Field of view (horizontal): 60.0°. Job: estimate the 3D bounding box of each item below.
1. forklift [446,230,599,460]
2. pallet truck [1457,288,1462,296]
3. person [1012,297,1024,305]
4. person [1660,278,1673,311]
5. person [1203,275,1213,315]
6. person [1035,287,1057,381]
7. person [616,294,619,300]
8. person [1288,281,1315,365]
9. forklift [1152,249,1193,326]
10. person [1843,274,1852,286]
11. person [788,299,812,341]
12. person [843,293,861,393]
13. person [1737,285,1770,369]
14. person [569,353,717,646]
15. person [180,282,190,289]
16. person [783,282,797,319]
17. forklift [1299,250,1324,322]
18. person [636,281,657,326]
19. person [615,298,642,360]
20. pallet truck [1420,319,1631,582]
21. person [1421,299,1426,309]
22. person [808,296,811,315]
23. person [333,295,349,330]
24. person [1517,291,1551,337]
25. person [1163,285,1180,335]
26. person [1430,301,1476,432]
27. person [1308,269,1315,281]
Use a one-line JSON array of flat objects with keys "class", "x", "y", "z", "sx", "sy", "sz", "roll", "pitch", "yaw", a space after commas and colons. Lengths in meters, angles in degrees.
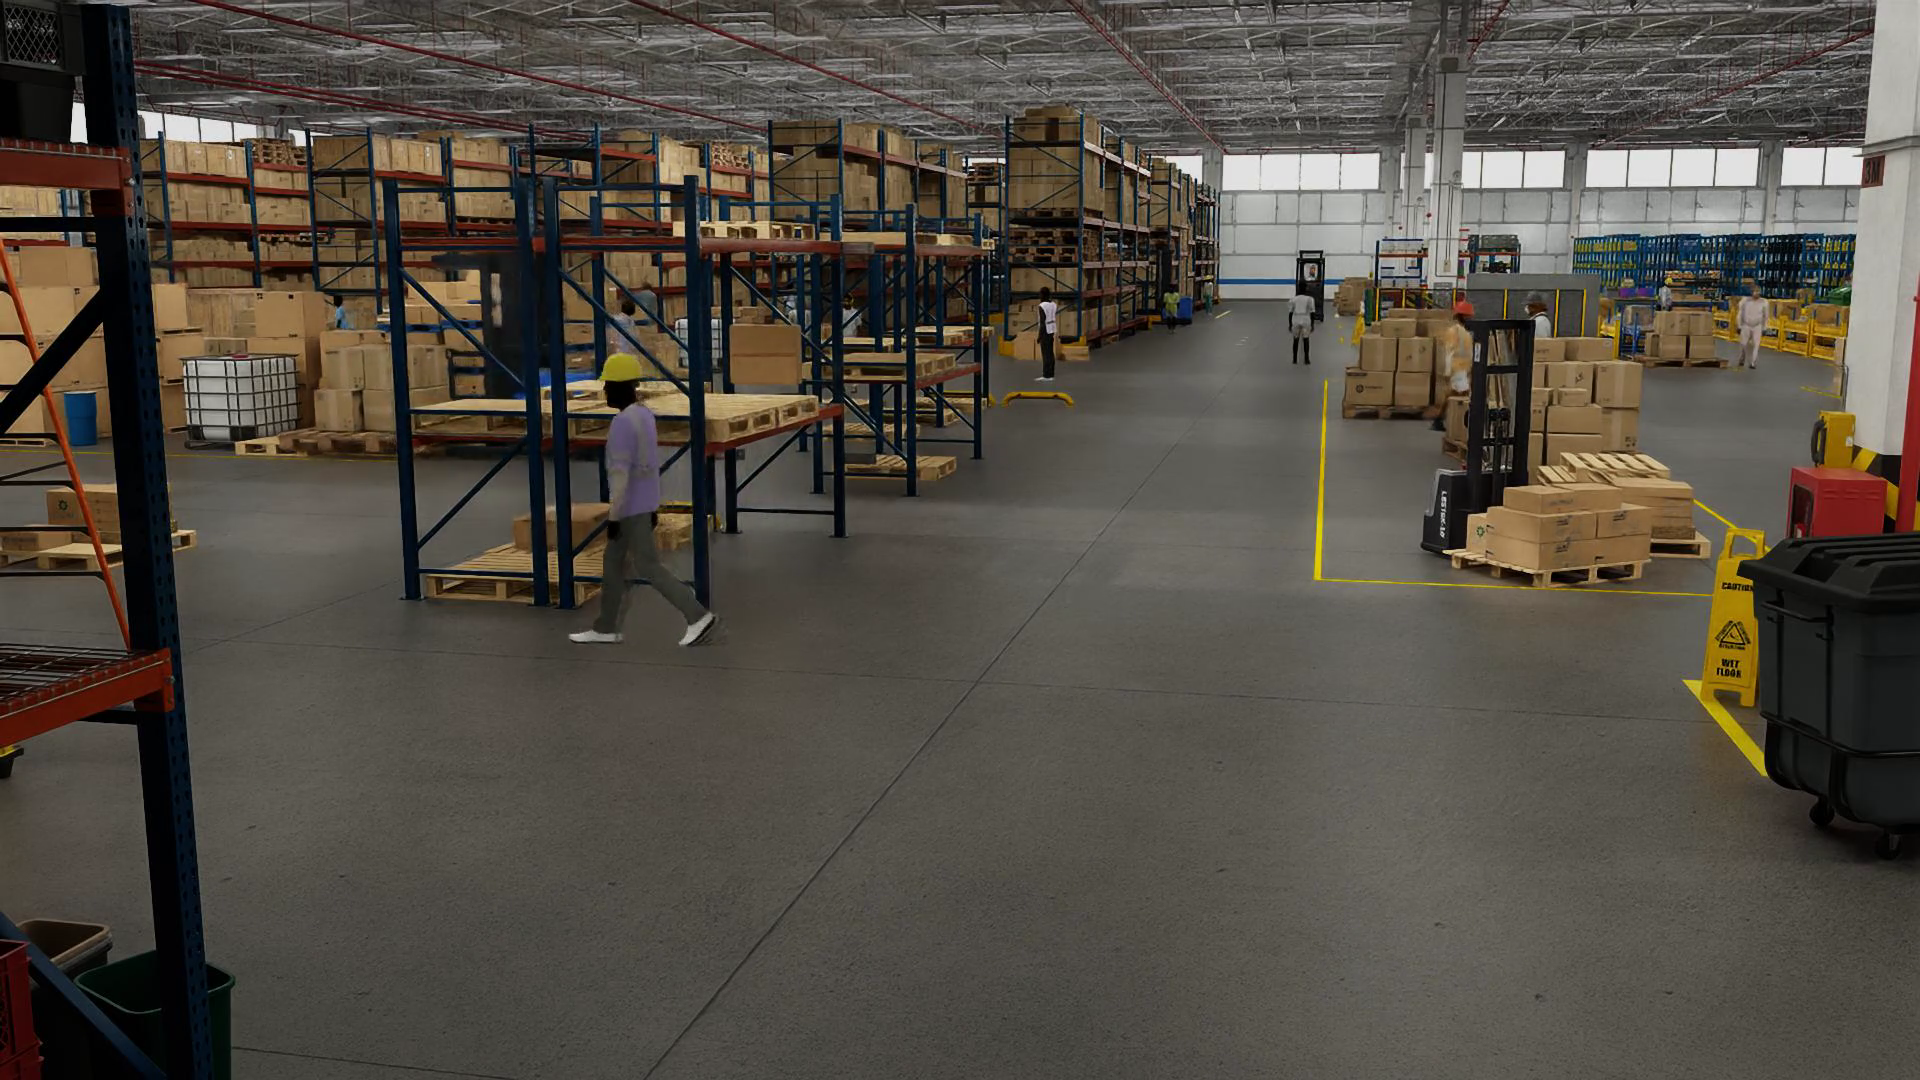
[{"class": "forklift", "x": -5.348, "y": -2.458, "z": 20.763, "sx": 1.873, "sy": 2.768, "sz": 1.129, "roll": 2, "pitch": 10, "yaw": 12}, {"class": "pallet truck", "x": 20.506, "y": -9.785, "z": 68.819, "sx": 0.653, "sy": 1.274, "sz": 1.630, "roll": 2, "pitch": 10, "yaw": 12}, {"class": "person", "x": 2.043, "y": -8.363, "z": 59.028, "sx": 0.525, "sy": 1.769, "sz": 0.315, "roll": 9, "pitch": 13, "yaw": 42}, {"class": "person", "x": 24.654, "y": -8.225, "z": 58.066, "sx": 0.403, "sy": 1.817, "sz": 0.601, "roll": 7, "pitch": 12, "yaw": 34}, {"class": "person", "x": 11.095, "y": -10.962, "z": 74.415, "sx": 0.325, "sy": 1.767, "sz": 0.525, "roll": -7, "pitch": 12, "yaw": -36}, {"class": "person", "x": 1.770, "y": -4.203, "z": 33.931, "sx": 0.390, "sy": 1.922, "sz": 0.591, "roll": 5, "pitch": 11, "yaw": 29}, {"class": "person", "x": -8.453, "y": -5.244, "z": 40.949, "sx": 0.528, "sy": 1.630, "sz": 0.320, "roll": 0, "pitch": 10, "yaw": -1}, {"class": "person", "x": 8.018, "y": -5.087, "z": 39.037, "sx": 0.612, "sy": 1.962, "sz": 0.363, "roll": 3, "pitch": 10, "yaw": 17}, {"class": "forklift", "x": 7.646, "y": -9.320, "z": 61.395, "sx": 1.873, "sy": 2.768, "sz": 1.129, "roll": 2, "pitch": 10, "yaw": 11}, {"class": "person", "x": 38.151, "y": -10.506, "z": 71.524, "sx": 0.548, "sy": 1.830, "sz": 0.570, "roll": 2, "pitch": 10, "yaw": 11}, {"class": "person", "x": -3.588, "y": -4.573, "z": 37.062, "sx": 0.538, "sy": 1.587, "sz": 0.878, "roll": -3, "pitch": 10, "yaw": -16}, {"class": "person", "x": -2.070, "y": -3.638, "z": 30.759, "sx": 0.514, "sy": 1.865, "sz": 0.329, "roll": 2, "pitch": 10, "yaw": 13}, {"class": "person", "x": 17.958, "y": -4.822, "z": 37.661, "sx": 0.659, "sy": 1.892, "sz": 0.431, "roll": 3, "pitch": 10, "yaw": 19}, {"class": "person", "x": -2.029, "y": -0.248, "z": 10.595, "sx": 0.921, "sy": 1.897, "sz": 0.589, "roll": 0, "pitch": 10, "yaw": 0}, {"class": "person", "x": -19.920, "y": -5.685, "z": 42.794, "sx": 0.689, "sy": 1.890, "sz": 0.602, "roll": 3, "pitch": 10, "yaw": 20}, {"class": "person", "x": -5.748, "y": -7.875, "z": 56.328, "sx": 0.536, "sy": 1.700, "sz": 0.318, "roll": -8, "pitch": 13, "yaw": -41}, {"class": "forklift", "x": 13.778, "y": -10.002, "z": 65.433, "sx": 1.129, "sy": 2.768, "sz": 1.873, "roll": 2, "pitch": 10, "yaw": 12}, {"class": "person", "x": -8.549, "y": -6.094, "z": 45.272, "sx": 0.638, "sy": 1.880, "sz": 1.074, "roll": 3, "pitch": 10, "yaw": 16}, {"class": "person", "x": -5.574, "y": -3.129, "z": 27.850, "sx": 0.486, "sy": 1.824, "sz": 0.638, "roll": -1, "pitch": 10, "yaw": -7}, {"class": "pallet truck", "x": 4.543, "y": -0.757, "z": 13.299, "sx": 0.823, "sy": 1.965, "sz": 1.885, "roll": -4, "pitch": 10, "yaw": -22}, {"class": "person", "x": 15.806, "y": -7.791, "z": 56.073, "sx": 0.531, "sy": 1.628, "sz": 0.295, "roll": 6, "pitch": 11, "yaw": 32}, {"class": "person", "x": -5.625, "y": -9.167, "z": 64.174, "sx": 0.507, "sy": 1.631, "sz": 0.280, "roll": -1, "pitch": 10, "yaw": -3}, {"class": "person", "x": -14.514, "y": -4.952, "z": 39.171, "sx": 0.891, "sy": 1.653, "sz": 0.524, "roll": -5, "pitch": 11, "yaw": -29}, {"class": "person", "x": 8.171, "y": -2.557, "z": 23.828, "sx": 0.535, "sy": 2.000, "sz": 0.707, "roll": 3, "pitch": 10, "yaw": 19}, {"class": "person", "x": 6.961, "y": -7.586, "z": 54.777, "sx": 0.524, "sy": 1.654, "sz": 0.841, "roll": 3, "pitch": 10, "yaw": 15}, {"class": "person", "x": 7.105, "y": -2.449, "z": 23.640, "sx": 0.544, "sy": 1.896, "sz": 0.985, "roll": -9, "pitch": 13, "yaw": -44}, {"class": "person", "x": 17.658, "y": -12.617, "z": 83.534, "sx": 0.378, "sy": 1.996, "sz": 0.610, "roll": 6, "pitch": 11, "yaw": 31}]
